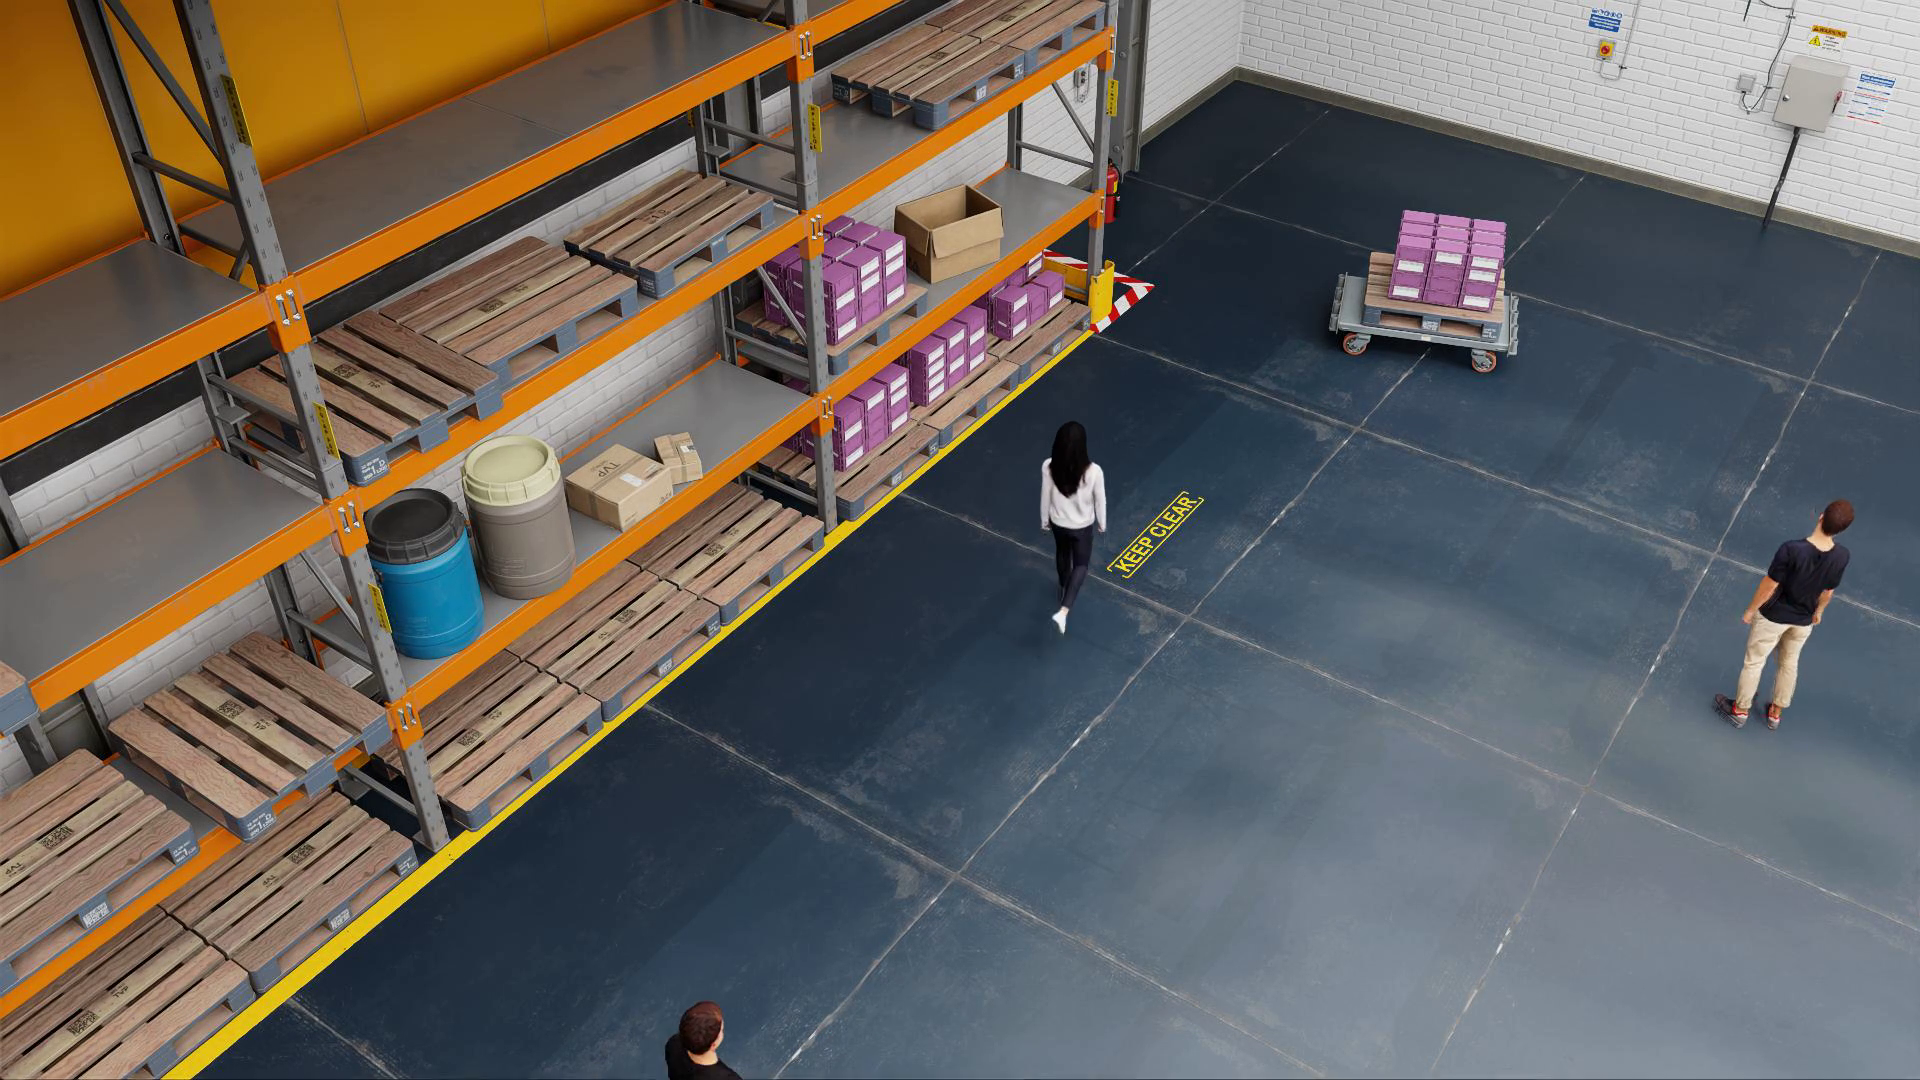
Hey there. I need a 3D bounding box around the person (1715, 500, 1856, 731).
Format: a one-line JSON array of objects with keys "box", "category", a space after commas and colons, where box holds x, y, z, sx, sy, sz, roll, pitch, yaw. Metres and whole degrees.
[{"box": [5.457, 0.497, 10.986, 0.752, 1.848, 0.774, -6, 39, -7], "category": "person"}]

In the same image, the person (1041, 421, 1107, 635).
[{"box": [0.775, -0.081, 11.842, 0.779, 1.683, 1.063, 12, 40, 15], "category": "person"}]

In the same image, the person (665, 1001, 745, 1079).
[{"box": [-1.254, 2.908, 7.990, 0.677, 1.819, 1.169, 24, 44, 27], "category": "person"}]
